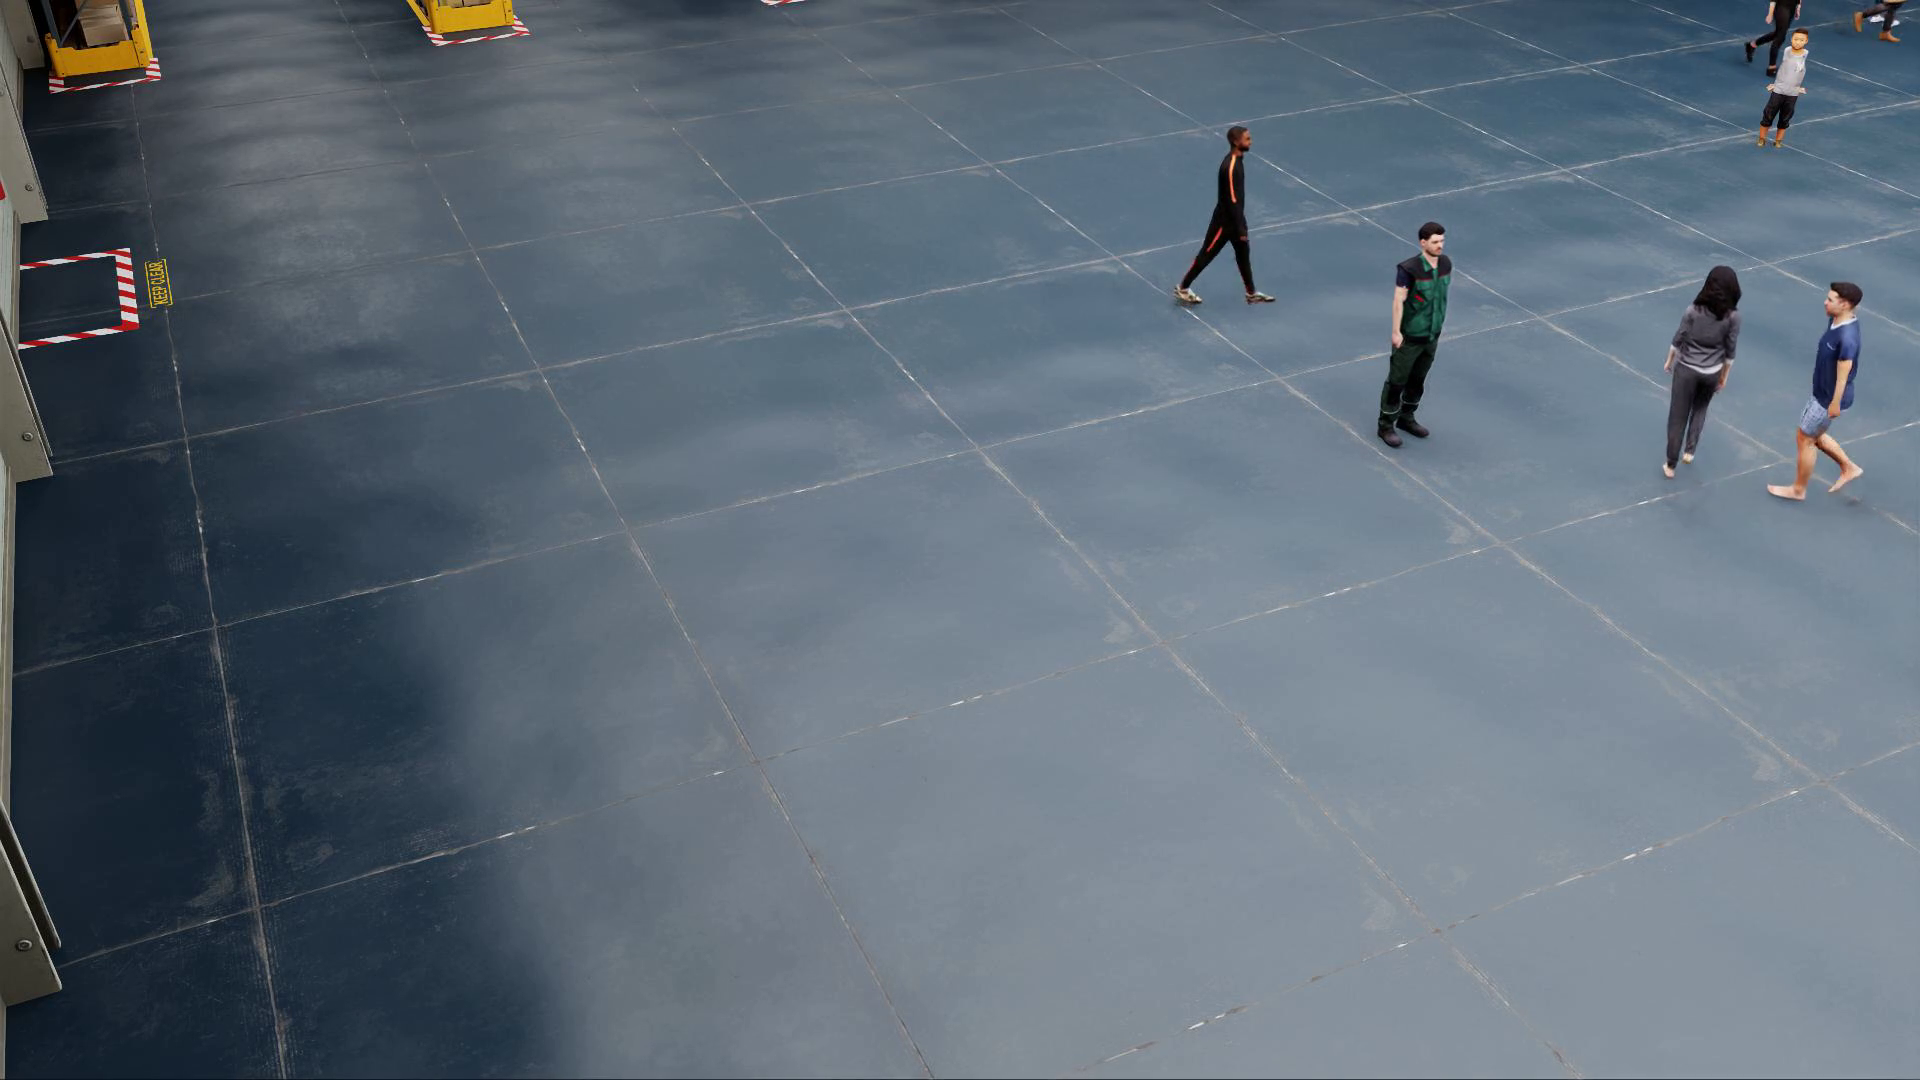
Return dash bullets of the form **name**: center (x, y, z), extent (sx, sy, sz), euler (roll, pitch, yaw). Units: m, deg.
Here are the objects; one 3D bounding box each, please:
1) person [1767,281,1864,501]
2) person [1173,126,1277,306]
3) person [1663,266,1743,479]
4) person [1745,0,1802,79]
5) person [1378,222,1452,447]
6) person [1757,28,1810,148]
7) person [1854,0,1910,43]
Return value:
- **person**: center (6.763, -1.106, 12.773), extent (0.988, 1.813, 0.924), euler (9, 34, 13)
- **person**: center (2.438, -3.018, 15.762), extent (1.230, 1.761, 1.177), euler (11, 35, 16)
- **person**: center (5.815, -1.273, 13.090), extent (0.778, 1.747, 0.837), euler (8, 34, 12)
- **person**: center (10.820, -7.017, 21.973), extent (0.650, 1.693, 1.016), euler (-17, 37, -24)
- **person**: center (3.731, -1.709, 13.620), extent (0.690, 1.901, 0.606), euler (-19, 37, -26)
- **person**: center (9.795, -5.394, 19.695), extent (0.646, 1.456, 0.696), euler (10, 34, 14)
- **person**: center (13.037, -7.865, 23.262), extent (0.823, 1.710, 0.993), euler (-27, 42, -35)
